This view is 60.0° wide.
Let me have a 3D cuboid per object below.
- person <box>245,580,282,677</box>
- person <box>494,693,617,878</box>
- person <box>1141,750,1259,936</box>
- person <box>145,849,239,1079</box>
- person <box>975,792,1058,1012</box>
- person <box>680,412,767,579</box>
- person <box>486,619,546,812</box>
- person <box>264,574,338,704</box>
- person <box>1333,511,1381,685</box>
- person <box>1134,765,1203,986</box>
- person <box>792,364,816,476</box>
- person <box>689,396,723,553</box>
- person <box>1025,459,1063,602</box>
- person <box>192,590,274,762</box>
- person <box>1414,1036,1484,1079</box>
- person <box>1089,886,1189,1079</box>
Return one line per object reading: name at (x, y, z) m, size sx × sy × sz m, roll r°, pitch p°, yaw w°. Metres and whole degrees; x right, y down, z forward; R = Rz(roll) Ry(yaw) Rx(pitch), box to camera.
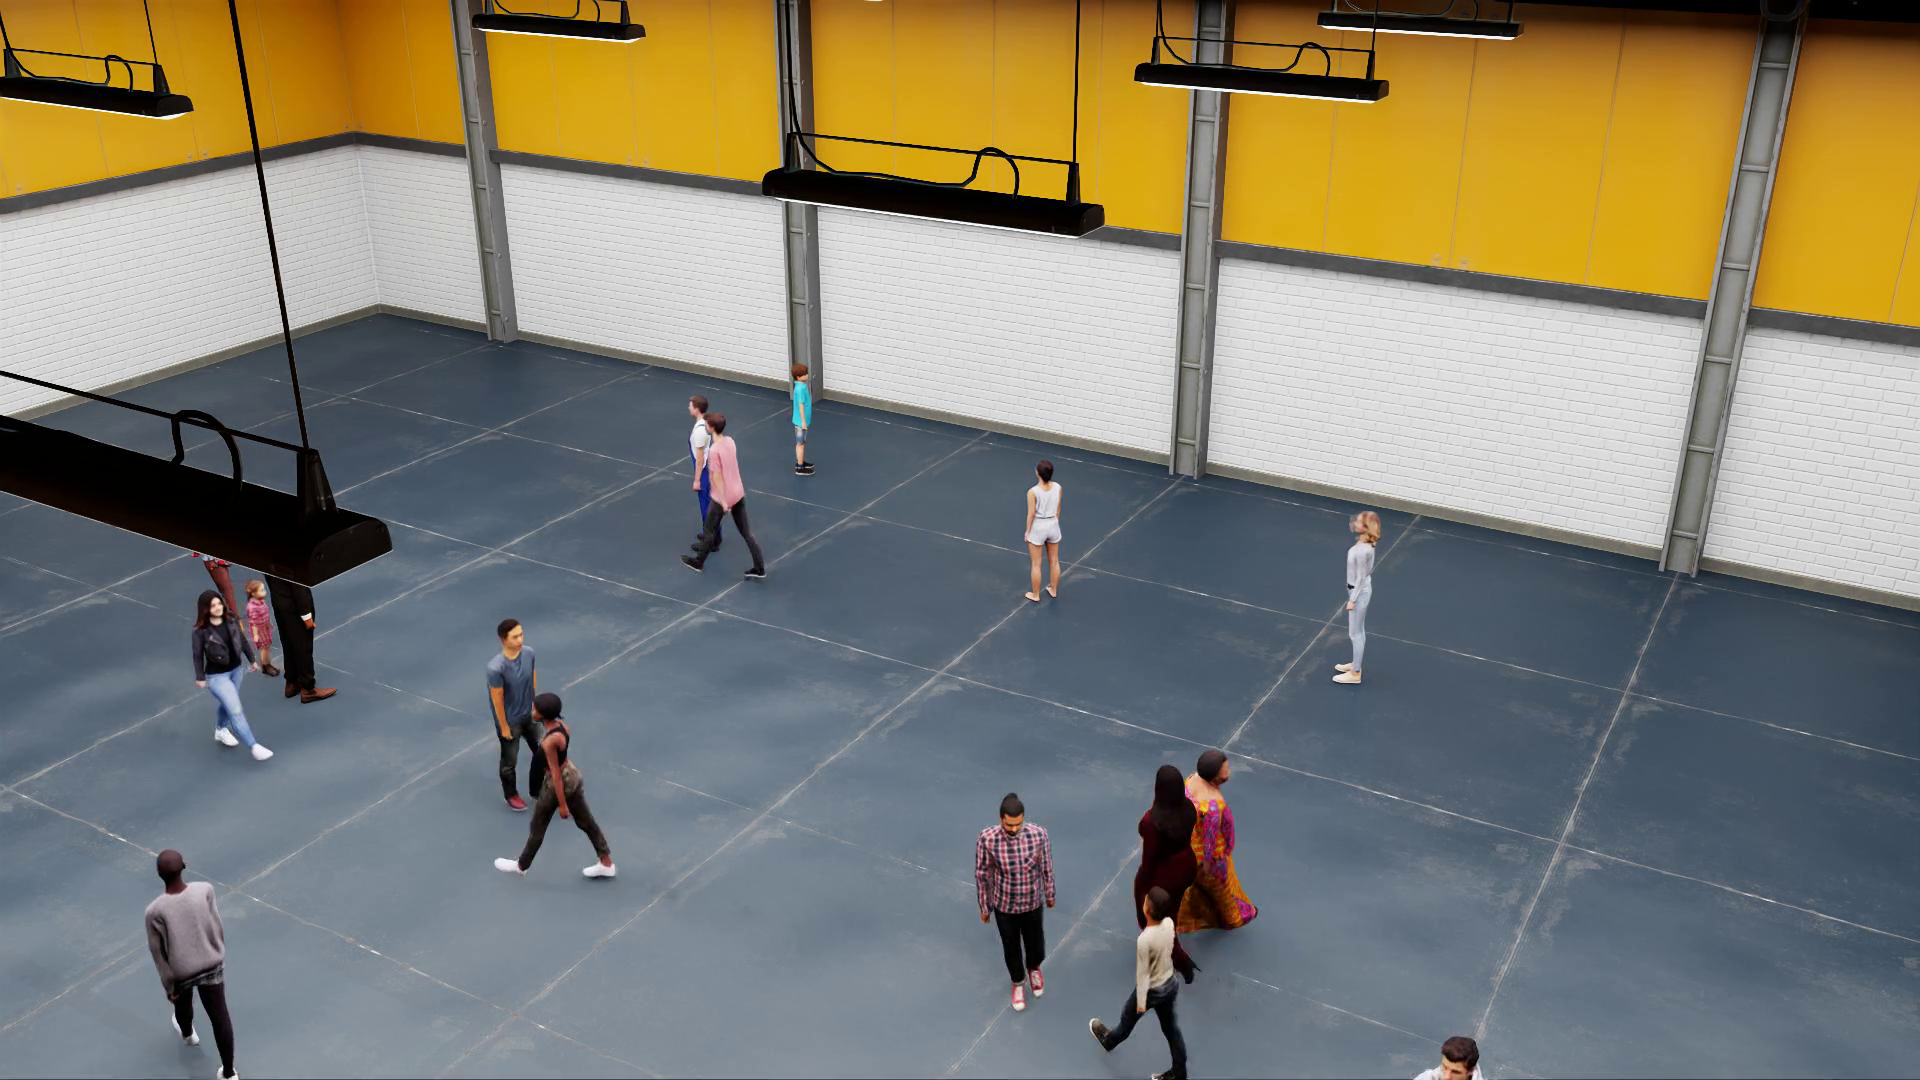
person at (-6.913, 0.861, 16.352) m, size 0.537 × 1.019 × 0.505 m, roll 1°, pitch 24°, yaw 2°
person at (-3.025, 1.972, 13.024) m, size 1.238 × 1.648 × 0.970 m, roll 0°, pitch 24°, yaw 1°
person at (1.718, 2.270, 12.322) m, size 1.165 × 1.664 × 1.206 m, roll -10°, pitch 26°, yaw -22°
person at (-4.983, 2.854, 10.905) m, size 0.892 × 1.730 × 1.217 m, roll -19°, pitch 30°, yaw -37°
person at (0.405, 2.485, 11.733) m, size 0.805 × 1.742 × 0.919 m, roll -2°, pitch 24°, yaw -4°
person at (-2.455, -0.435, 18.204) m, size 1.249 × 1.910 × 0.688 m, roll 11°, pitch 26°, yaw 23°
person at (-3.809, 1.459, 14.019) m, size 0.747 × 1.791 × 0.701 m, roll 19°, pitch 30°, yaw 37°
person at (-6.346, 0.623, 15.791) m, size 0.598 × 1.903 × 0.807 m, roll 18°, pitch 30°, yaw 36°
person at (3.865, 0.543, 16.110) m, size 0.586 × 1.795 × 0.631 m, roll 7°, pitch 25°, yaw 16°
person at (1.543, 2.431, 11.856) m, size 0.814 × 1.744 × 0.952 m, roll -20°, pitch 30°, yaw -38°
person at (-2.042, -1.573, 21.383) m, size 0.629 × 1.449 × 0.595 m, roll -3°, pitch 24°, yaw -6°
person at (-2.921, -0.784, 19.075) m, size 0.694 × 1.851 × 0.705 m, roll 3°, pitch 24°, yaw 7°
person at (0.902, -0.111, 17.844) m, size 0.666 × 1.604 × 0.706 m, roll -11°, pitch 26°, yaw -24°
person at (-6.622, 1.192, 14.881) m, size 1.055 × 1.590 × 0.654 m, roll 12°, pitch 26°, yaw 26°
person at (2.734, 3.497, 9.258) m, size 1.212 × 1.872 × 0.965 m, roll 21°, pitch 31°, yaw 39°
person at (1.344, 2.992, 10.963) m, size 1.054 × 1.430 × 0.725 m, roll 18°, pitch 29°, yaw 35°
